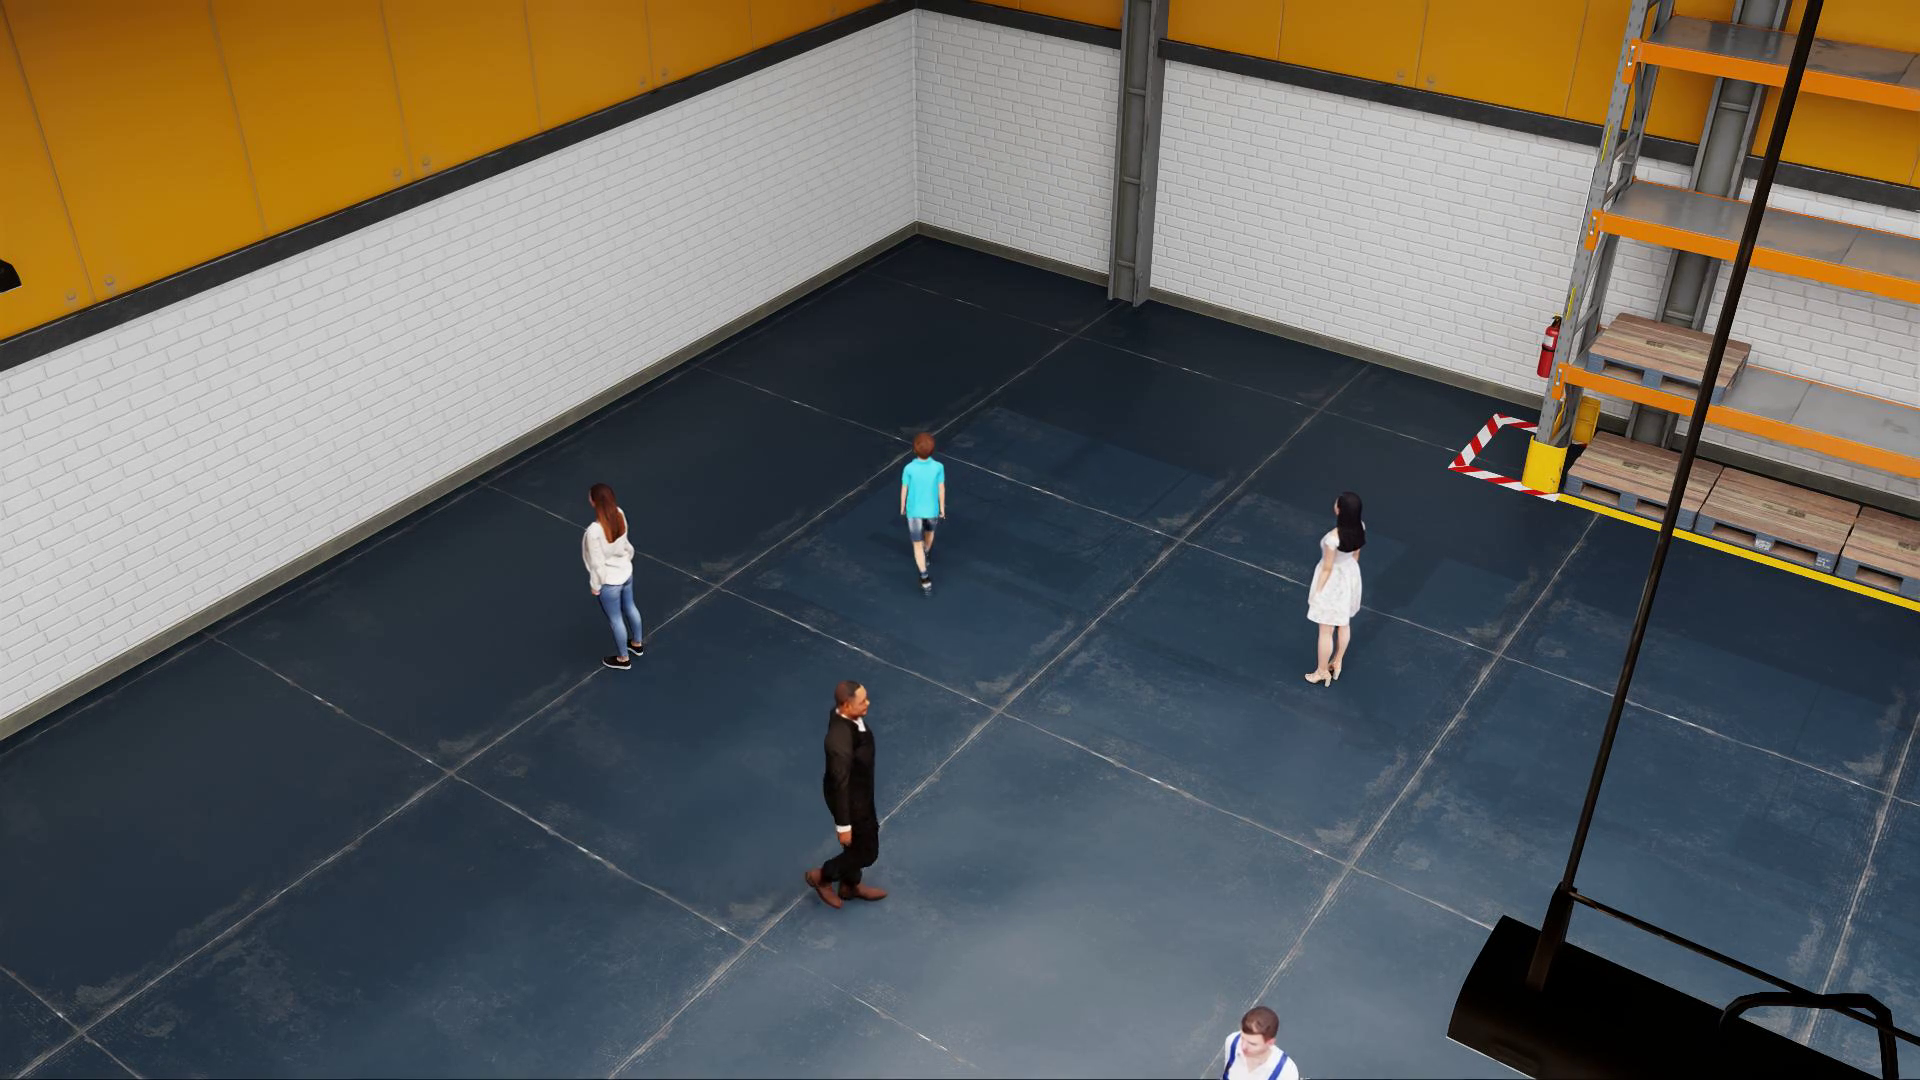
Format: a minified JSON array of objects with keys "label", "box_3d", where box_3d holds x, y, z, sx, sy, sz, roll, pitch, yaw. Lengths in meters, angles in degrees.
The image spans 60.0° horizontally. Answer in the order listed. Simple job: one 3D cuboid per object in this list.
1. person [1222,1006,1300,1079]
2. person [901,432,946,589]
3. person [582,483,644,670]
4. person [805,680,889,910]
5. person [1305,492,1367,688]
[{"label":"person","box_3d":[1.637,3.132,8.944,1.241,1.796,0.749,25,41,33]},{"label":"person","box_3d":[-0.312,-0.248,14.363,0.899,1.426,0.982,-7,34,-11]},{"label":"person","box_3d":[-2.780,0.282,13.325,0.590,1.692,0.654,15,37,22]},{"label":"person","box_3d":[-0.813,1.711,10.993,0.971,1.895,0.913,1,34,1]},{"label":"person","box_3d":[2.962,0.383,13.100,0.732,1.774,0.742,-22,40,-30]}]
